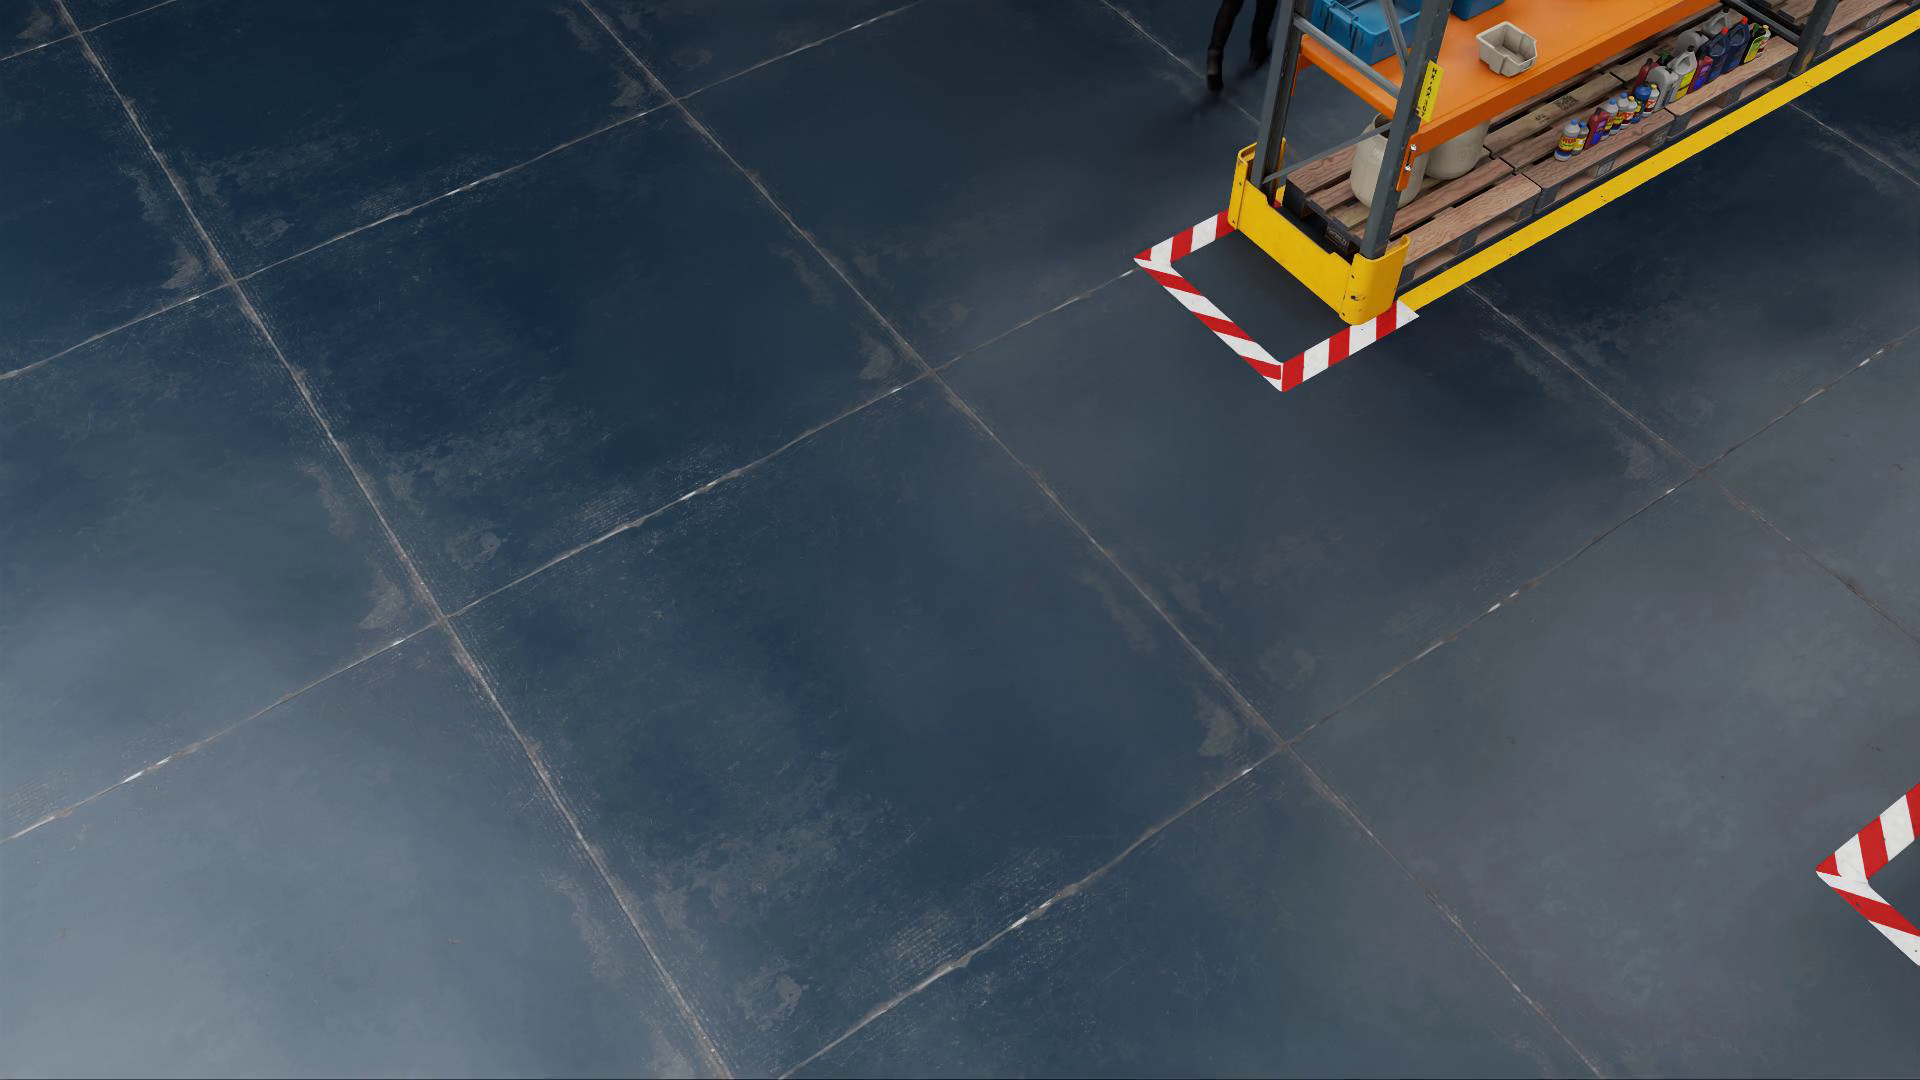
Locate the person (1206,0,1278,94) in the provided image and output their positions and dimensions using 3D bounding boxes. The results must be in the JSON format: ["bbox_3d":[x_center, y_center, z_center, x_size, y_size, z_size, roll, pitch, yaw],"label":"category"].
[{"bbox_3d":[1.826,-3.606,10.410,0.908,1.755,1.164,26,57,19],"label":"person"}]
